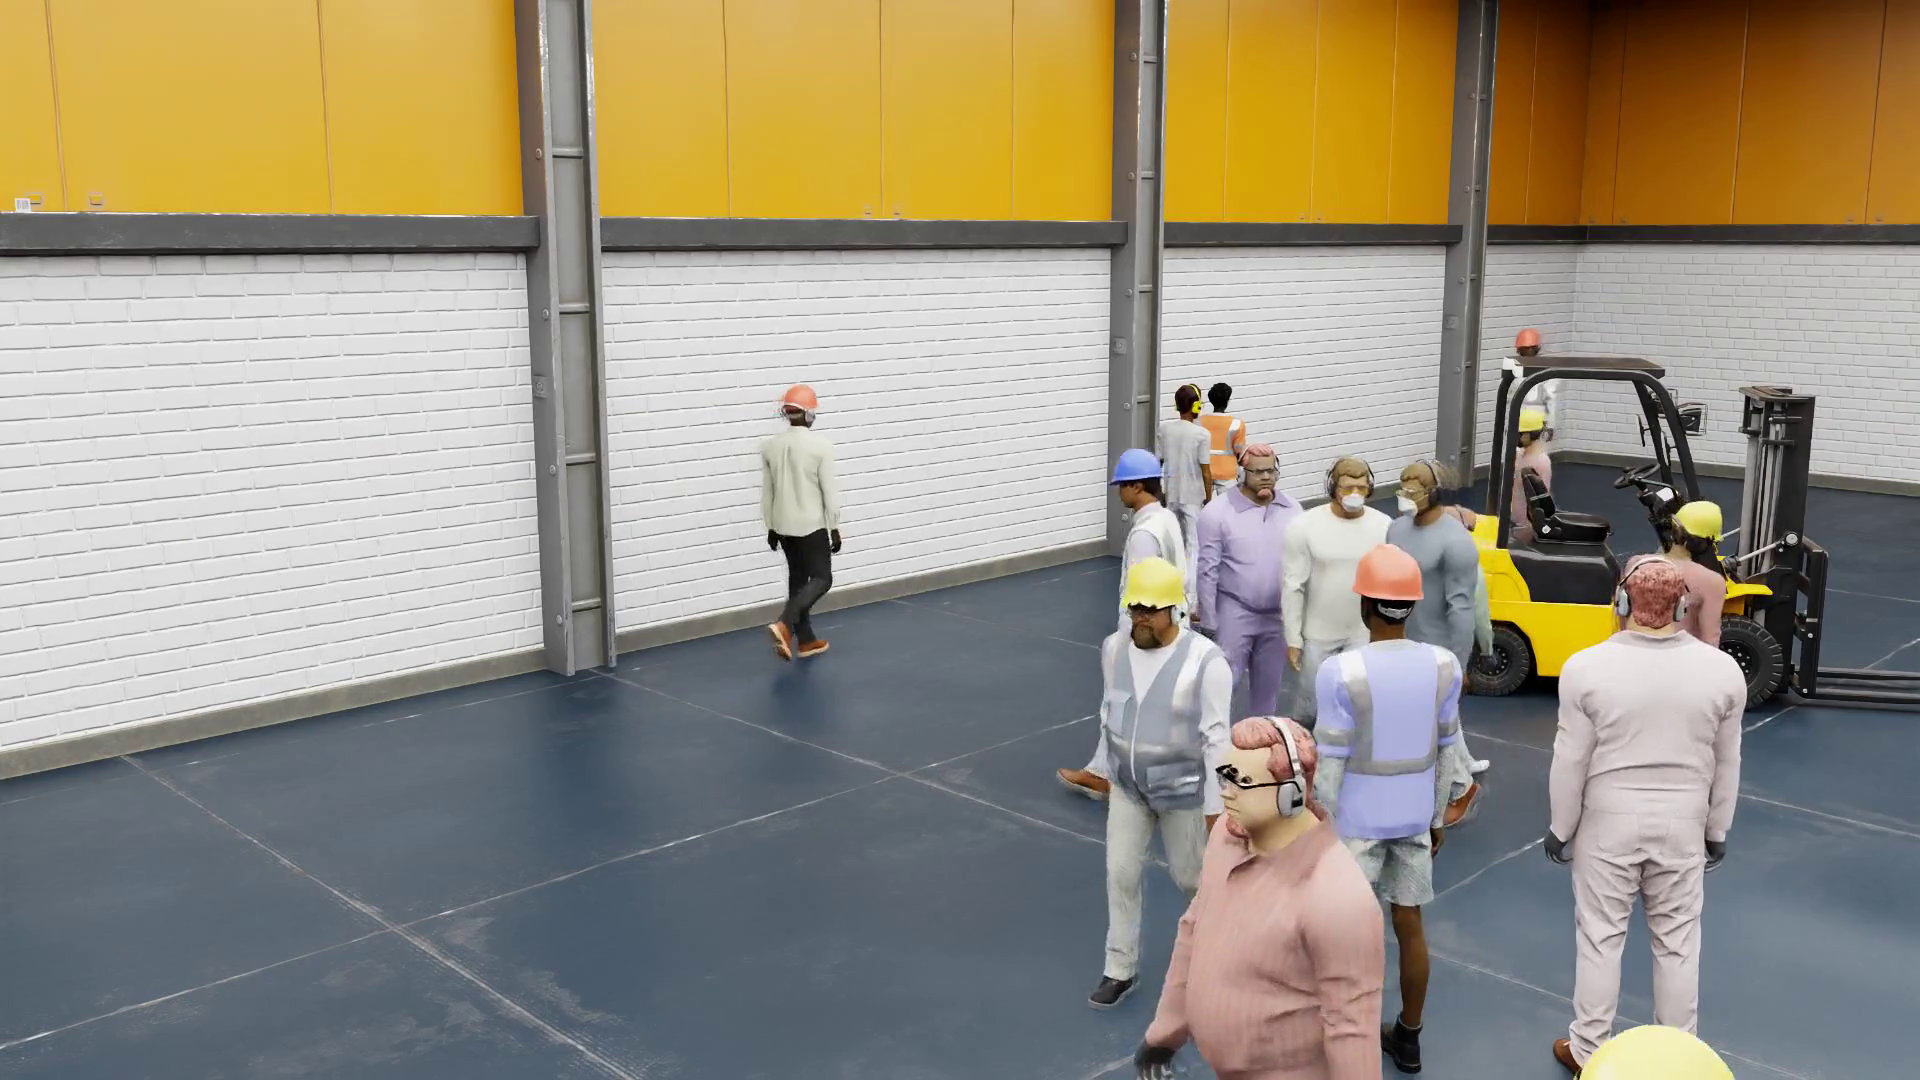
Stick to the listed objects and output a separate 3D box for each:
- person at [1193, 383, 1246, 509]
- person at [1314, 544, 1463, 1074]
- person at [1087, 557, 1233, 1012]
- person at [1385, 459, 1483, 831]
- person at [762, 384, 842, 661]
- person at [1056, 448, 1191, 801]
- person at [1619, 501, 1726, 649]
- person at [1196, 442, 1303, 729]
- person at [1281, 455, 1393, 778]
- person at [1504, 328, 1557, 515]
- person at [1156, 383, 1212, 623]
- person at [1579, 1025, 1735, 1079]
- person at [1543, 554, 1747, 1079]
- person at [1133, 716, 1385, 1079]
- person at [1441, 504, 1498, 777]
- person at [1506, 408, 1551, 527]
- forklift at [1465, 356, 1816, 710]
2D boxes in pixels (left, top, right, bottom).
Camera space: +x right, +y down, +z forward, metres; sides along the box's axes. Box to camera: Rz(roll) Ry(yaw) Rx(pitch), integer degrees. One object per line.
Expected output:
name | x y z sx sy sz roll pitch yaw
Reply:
person | 2.328 -0.580 15.067 0.530 1.689 0.323 4 11 19
person | 1.482 0.974 5.917 0.545 1.938 0.359 -3 11 -16
person | 0.855 0.922 6.597 0.595 1.803 0.787 8 13 37
person | 2.298 0.546 8.280 0.475 1.921 0.638 -3 11 -16
person | -1.151 -0.104 11.684 0.631 1.976 0.693 7 12 33
person | 0.914 0.481 8.688 0.938 1.888 0.741 3 11 13
person | 3.576 0.635 8.407 0.553 1.693 0.916 9 14 40
person | 1.595 0.416 9.044 0.651 1.906 0.403 -4 11 -19
person | 1.978 0.477 8.752 0.630 1.909 0.890 1 10 3
person | 6.214 -1.304 18.133 0.615 2.018 0.907 7 13 34
person | 1.756 -0.280 12.969 0.536 1.859 0.314 9 13 39
person | 0.941 1.641 2.436 0.963 1.890 0.605 -9 14 -41
person | 2.392 0.995 5.881 0.637 1.911 0.406 1 10 6
person | 0.676 1.340 4.138 0.986 1.859 0.648 -2 11 -12
person | 2.578 0.601 8.888 0.861 1.586 0.503 -5 12 -25
person | 4.314 -0.115 12.396 0.615 1.746 0.537 0 10 -3
forklift | 4.276 -0.101 11.076 2.313 2.155 1.214 2 11 13
